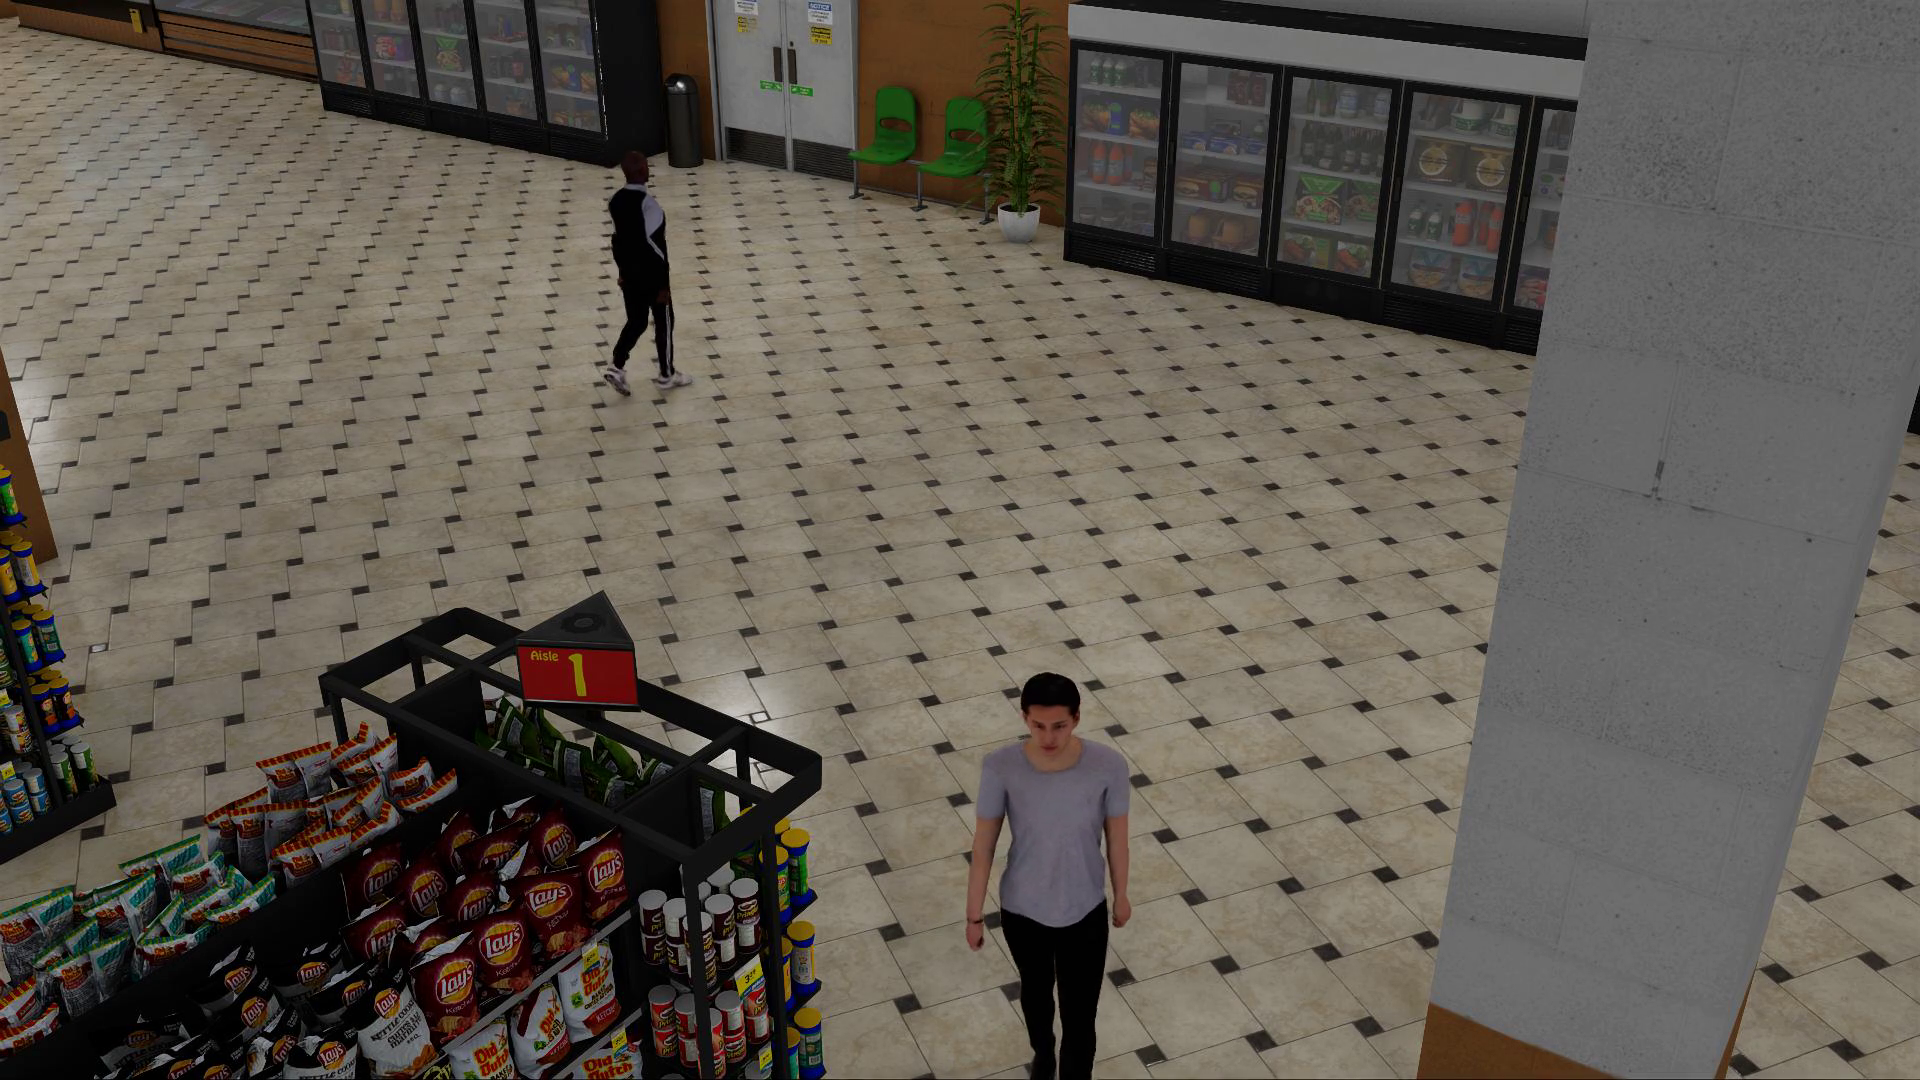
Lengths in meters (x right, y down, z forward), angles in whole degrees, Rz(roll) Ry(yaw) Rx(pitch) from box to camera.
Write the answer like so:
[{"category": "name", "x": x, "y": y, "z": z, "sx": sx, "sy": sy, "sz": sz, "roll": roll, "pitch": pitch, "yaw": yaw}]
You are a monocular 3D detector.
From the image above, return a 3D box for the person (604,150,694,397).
[{"category": "person", "x": -2.369, "y": -1.909, "z": 12.084, "sx": 0.714, "sy": 1.813, "sz": 0.967, "roll": 20, "pitch": 33, "yaw": 34}]

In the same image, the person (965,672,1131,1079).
[{"category": "person", "x": 0.337, "y": 1.227, "z": 5.859, "sx": 0.928, "sy": 1.849, "sz": 1.007, "roll": 3, "pitch": 27, "yaw": 6}]
